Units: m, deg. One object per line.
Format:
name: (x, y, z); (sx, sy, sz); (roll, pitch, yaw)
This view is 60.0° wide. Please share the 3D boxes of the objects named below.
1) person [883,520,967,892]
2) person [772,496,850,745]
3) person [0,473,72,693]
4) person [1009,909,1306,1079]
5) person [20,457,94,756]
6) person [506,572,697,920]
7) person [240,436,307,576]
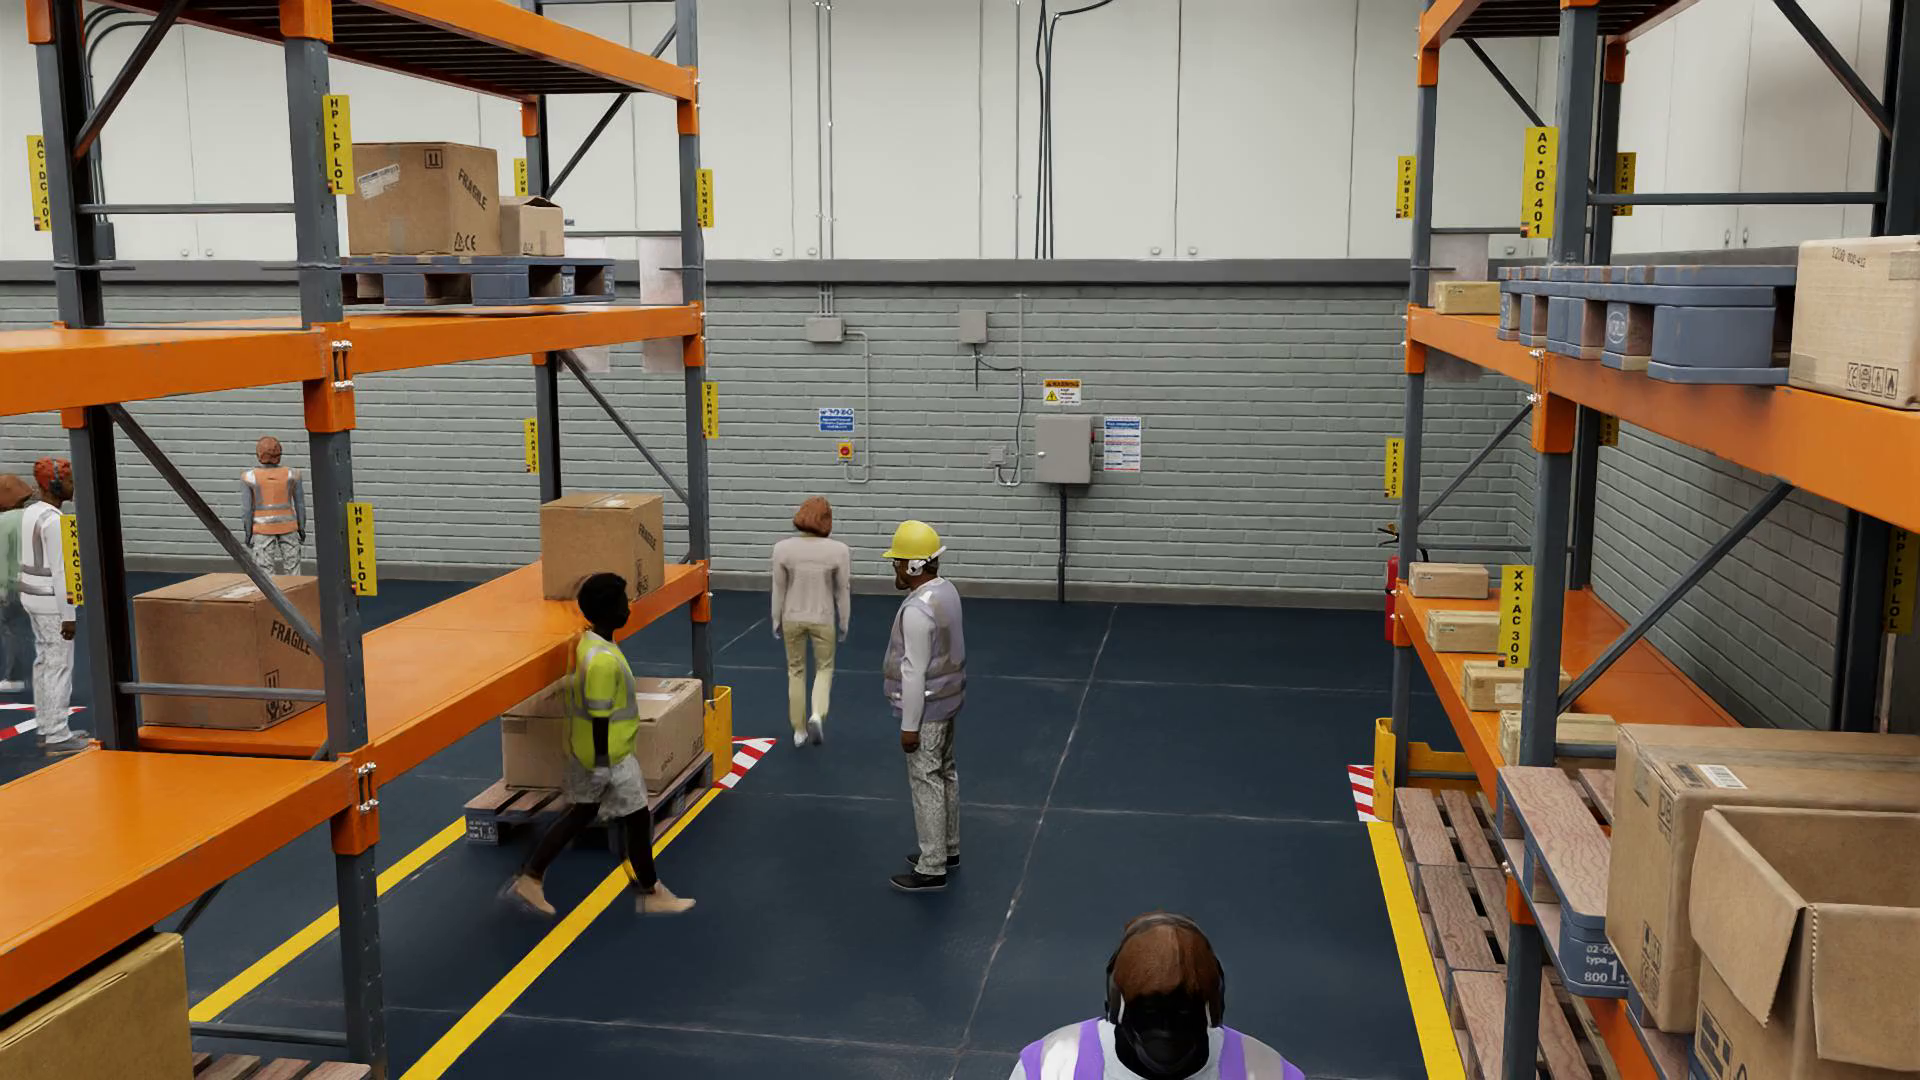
person: (-0.178, 0.809, 8.195); (0.404, 1.823, 0.591); (2, 9, 13)
person: (-0.950, 0.532, 10.525); (0.510, 1.612, 0.434); (0, 9, -1)
person: (-6.703, 0.320, 11.849); (0.723, 1.597, 0.572); (3, 10, 18)
person: (0.370, 1.604, 3.217); (0.627, 1.844, 0.429); (1, 9, 3)
person: (-5.684, 0.417, 10.455); (0.366, 1.877, 0.568); (-8, 12, -42)
person: (-1.702, 0.967, 7.713); (0.836, 1.669, 0.535); (-3, 10, -18)
person: (-5.799, -0.058, 14.087); (0.514, 1.641, 0.307); (-6, 11, -31)
